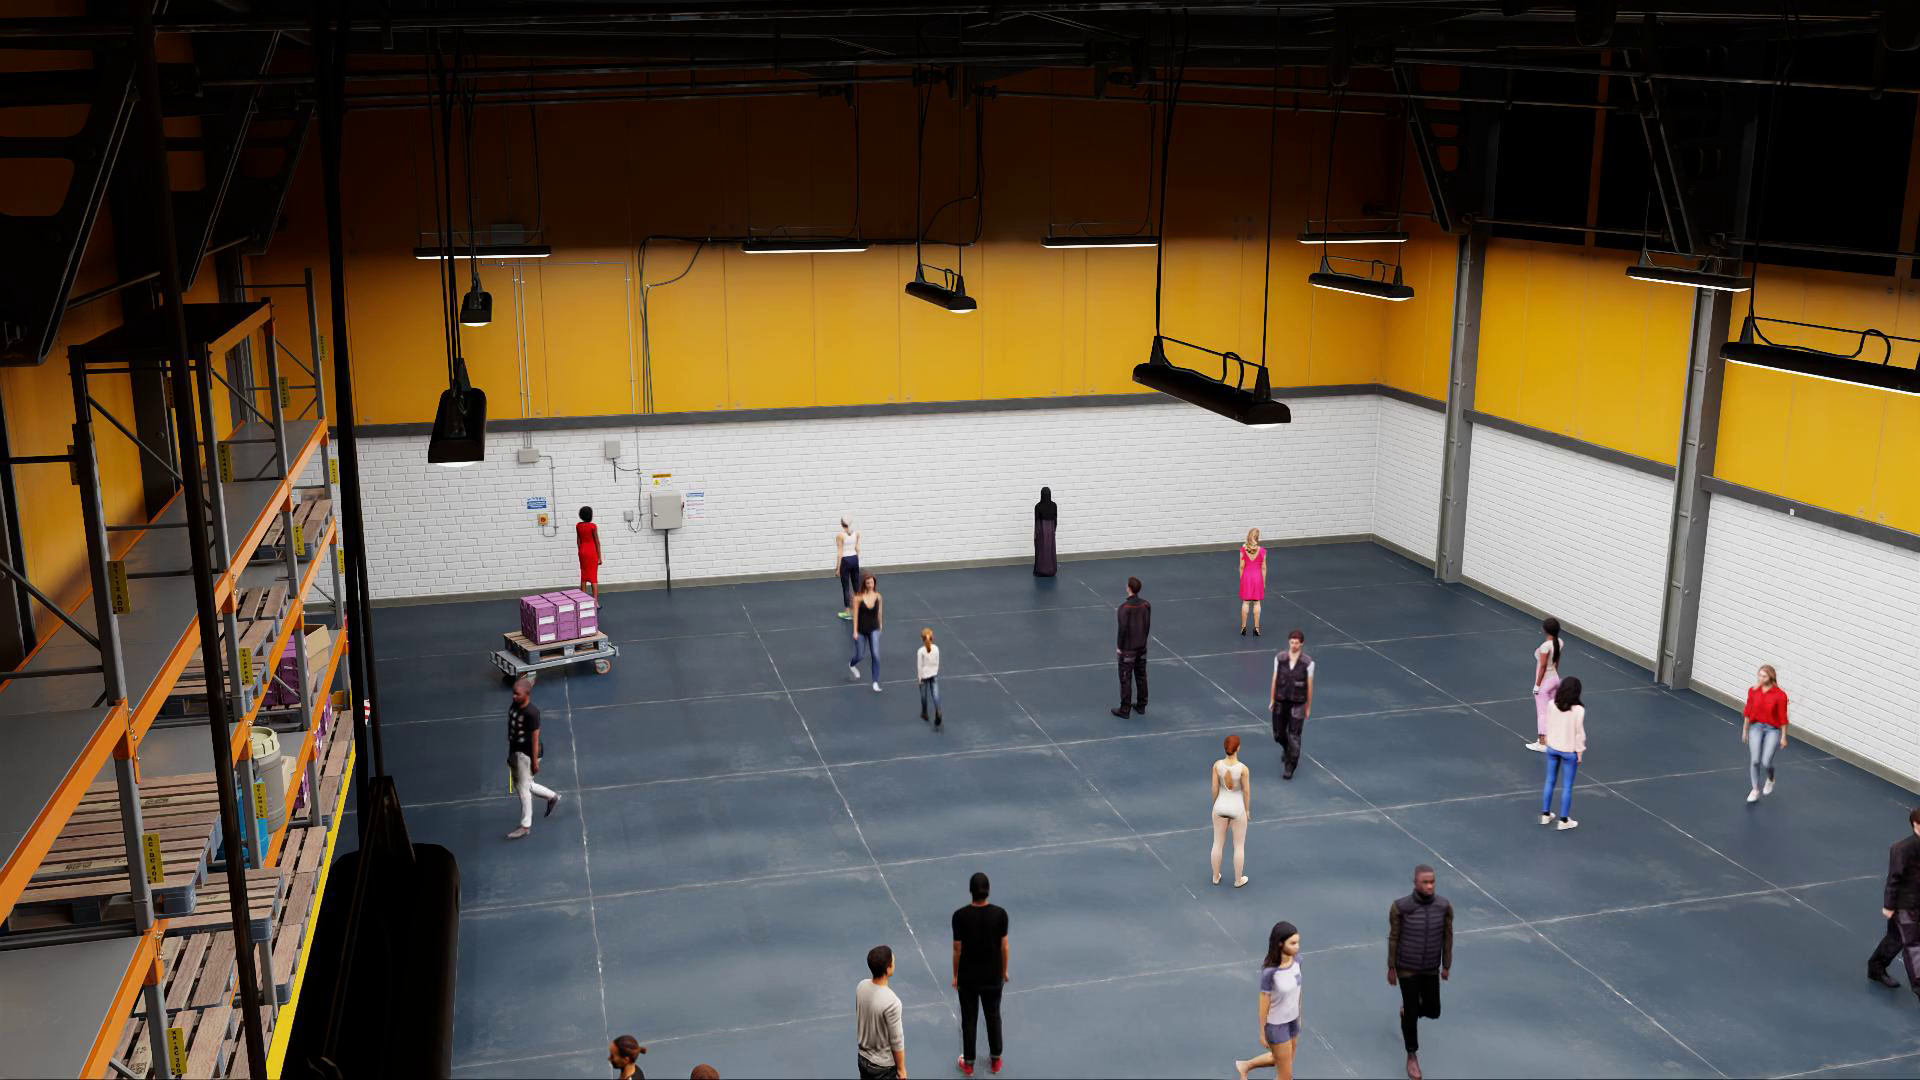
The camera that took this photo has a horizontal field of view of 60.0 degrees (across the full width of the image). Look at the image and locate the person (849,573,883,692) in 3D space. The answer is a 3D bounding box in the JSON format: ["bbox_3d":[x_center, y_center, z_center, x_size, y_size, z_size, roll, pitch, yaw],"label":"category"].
[{"bbox_3d":[-1.334,1.268,23.449,0.642,1.692,0.996,-6,15,-25],"label":"person"}]

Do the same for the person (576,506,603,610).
[{"bbox_3d":[-6.127,0.283,27.415,0.649,1.740,0.685,6,15,23],"label":"person"}]

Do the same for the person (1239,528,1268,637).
[{"bbox_3d":[4.555,0.647,25.935,0.665,1.728,0.697,4,14,18],"label":"person"}]

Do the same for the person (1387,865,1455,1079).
[{"bbox_3d":[3.788,3.526,13.846,0.816,1.823,1.008,-1,14,-3],"label":"person"}]

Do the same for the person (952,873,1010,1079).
[{"bbox_3d":[0.166,3.583,13.754,0.651,1.756,0.571,-2,14,-8],"label":"person"}]

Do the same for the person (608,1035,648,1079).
[{"bbox_3d":[-2.244,4.175,11.495,0.647,1.668,0.475,-3,14,-10],"label":"person"}]

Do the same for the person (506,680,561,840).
[{"bbox_3d":[-4.787,2.401,18.571,1.003,1.786,1.053,-12,18,-42],"label":"person"}]

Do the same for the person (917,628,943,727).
[{"bbox_3d":[-0.382,1.827,21.979,0.513,1.297,0.898,-5,14,-19],"label":"person"}]

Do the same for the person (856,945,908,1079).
[{"bbox_3d":[-0.615,3.883,12.405,0.769,1.807,0.635,-12,18,-41],"label":"person"}]

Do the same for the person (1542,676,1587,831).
[{"bbox_3d":[6.780,2.377,18.705,0.780,1.769,0.631,-11,17,-37],"label":"person"}]

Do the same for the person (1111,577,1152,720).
[{"bbox_3d":[2.315,1.429,22.314,0.753,1.914,0.701,-8,16,-31],"label":"person"}]

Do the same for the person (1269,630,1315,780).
[{"bbox_3d":[4.048,1.960,20.275,0.925,1.842,1.000,6,15,23],"label":"person"}]

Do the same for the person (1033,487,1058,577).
[{"bbox_3d":[1.509,-0.162,29.519,0.612,1.615,0.598,-5,14,-19],"label":"person"}]

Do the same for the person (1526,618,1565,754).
[{"bbox_3d":[7.441,1.819,21.064,0.652,1.744,0.647,-11,18,-39],"label":"person"}]

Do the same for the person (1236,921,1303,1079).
[{"bbox_3d":[2.441,3.778,13.042,0.858,1.711,1.056,-12,18,-40],"label":"person"}]

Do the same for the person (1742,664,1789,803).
[{"bbox_3d":[9.434,2.244,19.431,0.876,1.686,0.810,-12,18,-40],"label":"person"}]

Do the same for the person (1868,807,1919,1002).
[{"bbox_3d":[8.496,3.253,15.022,0.919,1.799,1.182,-8,16,-30],"label":"person"}]

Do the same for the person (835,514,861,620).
[{"bbox_3d":[-1.796,0.422,26.924,0.679,1.702,0.661,-10,17,-36],"label":"person"}]

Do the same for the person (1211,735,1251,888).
[{"bbox_3d":[2.800,2.797,17.236,0.615,1.644,0.654,6,15,23],"label":"person"}]
